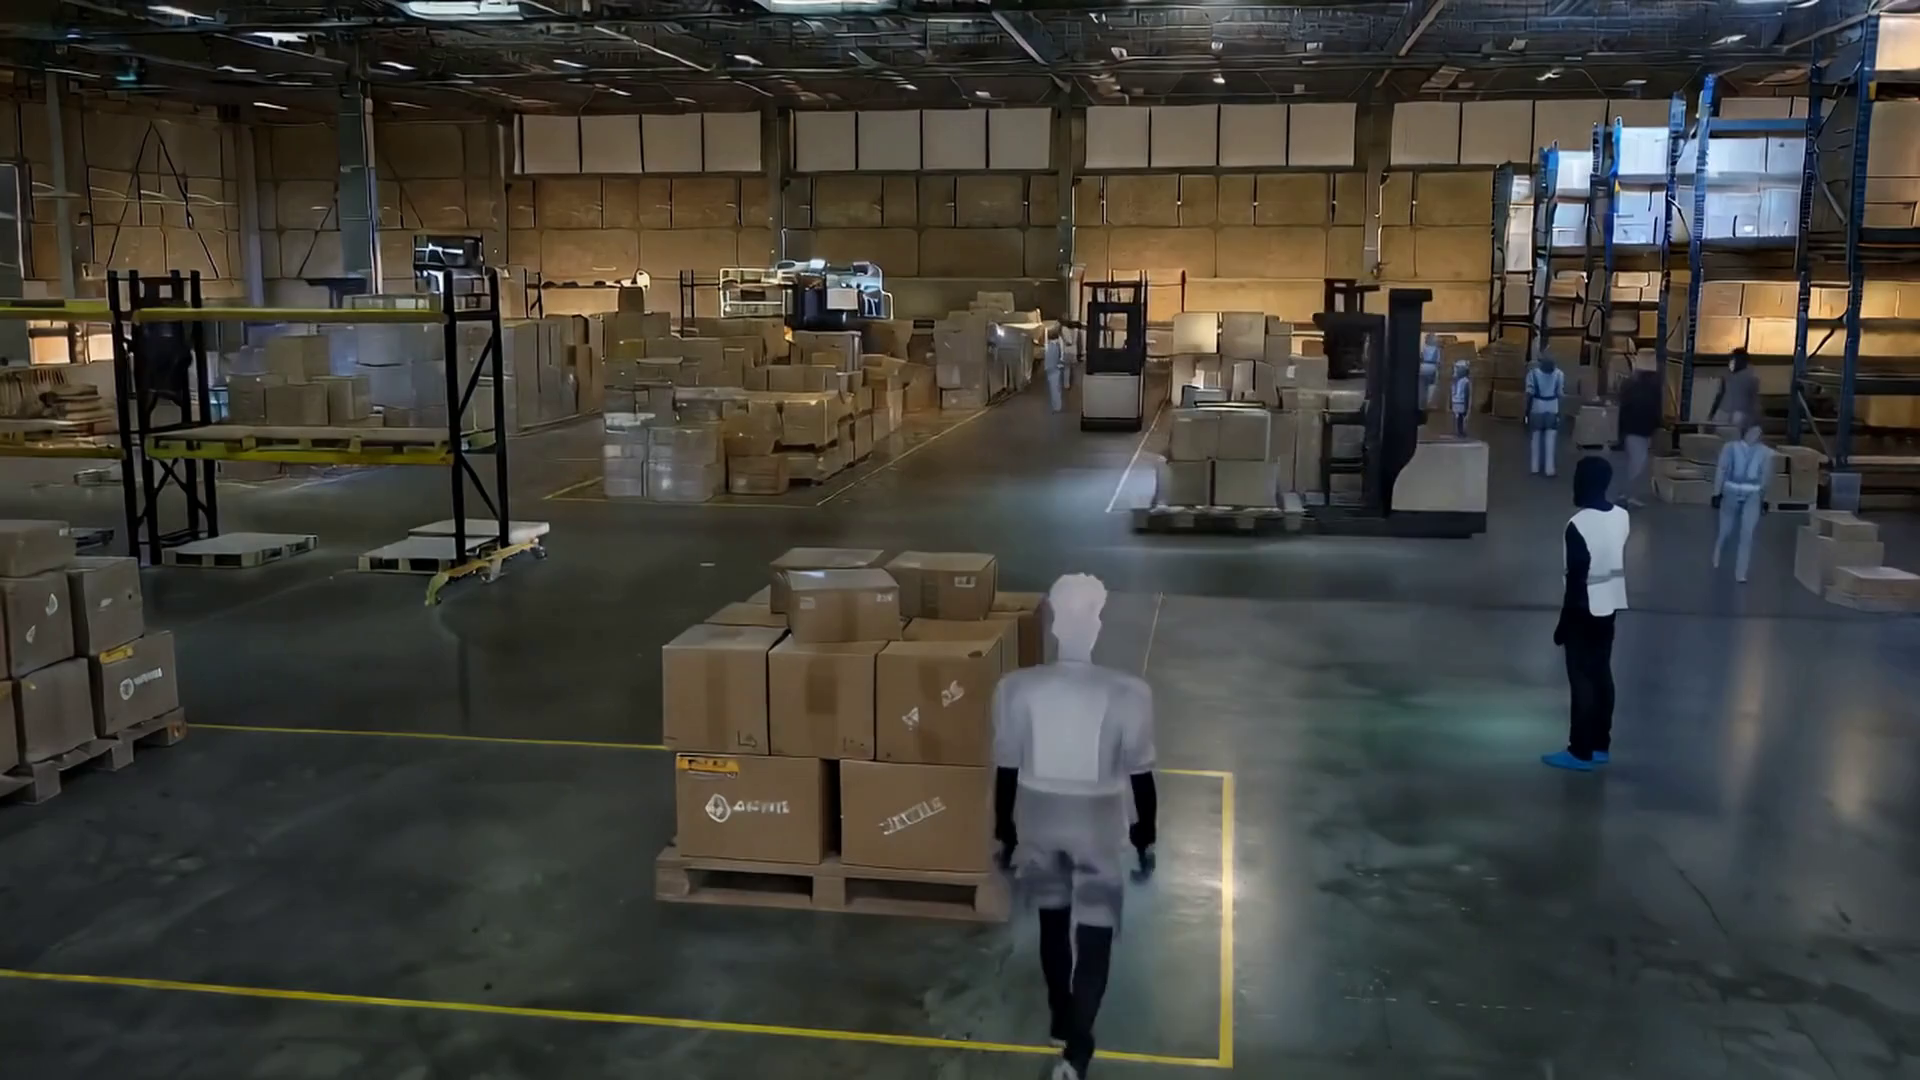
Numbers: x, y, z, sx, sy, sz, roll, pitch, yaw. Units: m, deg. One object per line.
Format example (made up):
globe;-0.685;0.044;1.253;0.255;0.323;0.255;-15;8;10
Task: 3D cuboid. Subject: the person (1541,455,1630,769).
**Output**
person;3.841;0.443;10.143;0.589;1.919;0.393;-8;12;-42

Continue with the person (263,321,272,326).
person;-18.486;-5.094;44.330;0.757;1.906;0.592;3;10;20

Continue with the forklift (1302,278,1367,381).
forklift;10.411;-5.814;45.773;1.129;2.768;1.873;-5;11;-30

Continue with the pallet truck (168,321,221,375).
pallet truck;-21.869;-5.598;47.154;0.823;1.965;1.885;4;10;26

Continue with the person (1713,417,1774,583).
person;7.623;-0.399;16.223;0.530;1.619;0.411;2;9;13

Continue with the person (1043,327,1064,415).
person;1.970;-3.561;35.070;0.429;1.842;0.633;3;10;18

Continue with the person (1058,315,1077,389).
person;2.740;-4.872;43.025;0.569;1.883;0.993;-1;9;-8

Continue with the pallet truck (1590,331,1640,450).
pallet truck;11.253;-2.573;28.499;0.823;1.965;1.885;5;10;27

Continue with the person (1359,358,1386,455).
person;5.314;-1.333;21.034;0.372;1.939;0.631;-8;12;-41

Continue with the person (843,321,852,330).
person;-2.902;-5.080;44.932;0.552;1.676;0.535;-1;9;-7

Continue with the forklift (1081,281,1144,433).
forklift;2.903;-3.489;31.435;1.129;2.768;1.873;1;9;9

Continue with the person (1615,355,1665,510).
person;8.613;-1.347;21.044;0.612;1.966;0.433;-5;11;-29

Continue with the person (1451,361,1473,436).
person;7.838;-1.982;25.983;0.314;1.633;0.524;0;9;-3

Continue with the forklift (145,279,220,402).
forklift;-18.365;-4.671;38.725;1.129;2.768;1.873;3;10;16

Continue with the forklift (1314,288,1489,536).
forklift;5.116;-1.509;19.219;1.873;2.768;1.129;1;9;9

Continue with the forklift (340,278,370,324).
forklift;-15.691;-5.423;43.358;1.129;2.768;1.873;8;12;40

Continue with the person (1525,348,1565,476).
person;8.699;-1.910;24.765;0.572;1.879;1.011;1;9;8

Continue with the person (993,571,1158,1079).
person;0.412;1.084;6.157;0.607;1.939;0.908;2;9;14

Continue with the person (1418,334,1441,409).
person;10.272;-3.697;36.515;0.627;1.636;0.888;8;12;41

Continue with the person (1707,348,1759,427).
person;11.174;-1.824;24.148;0.781;1.905;0.627;-2;9;-14
